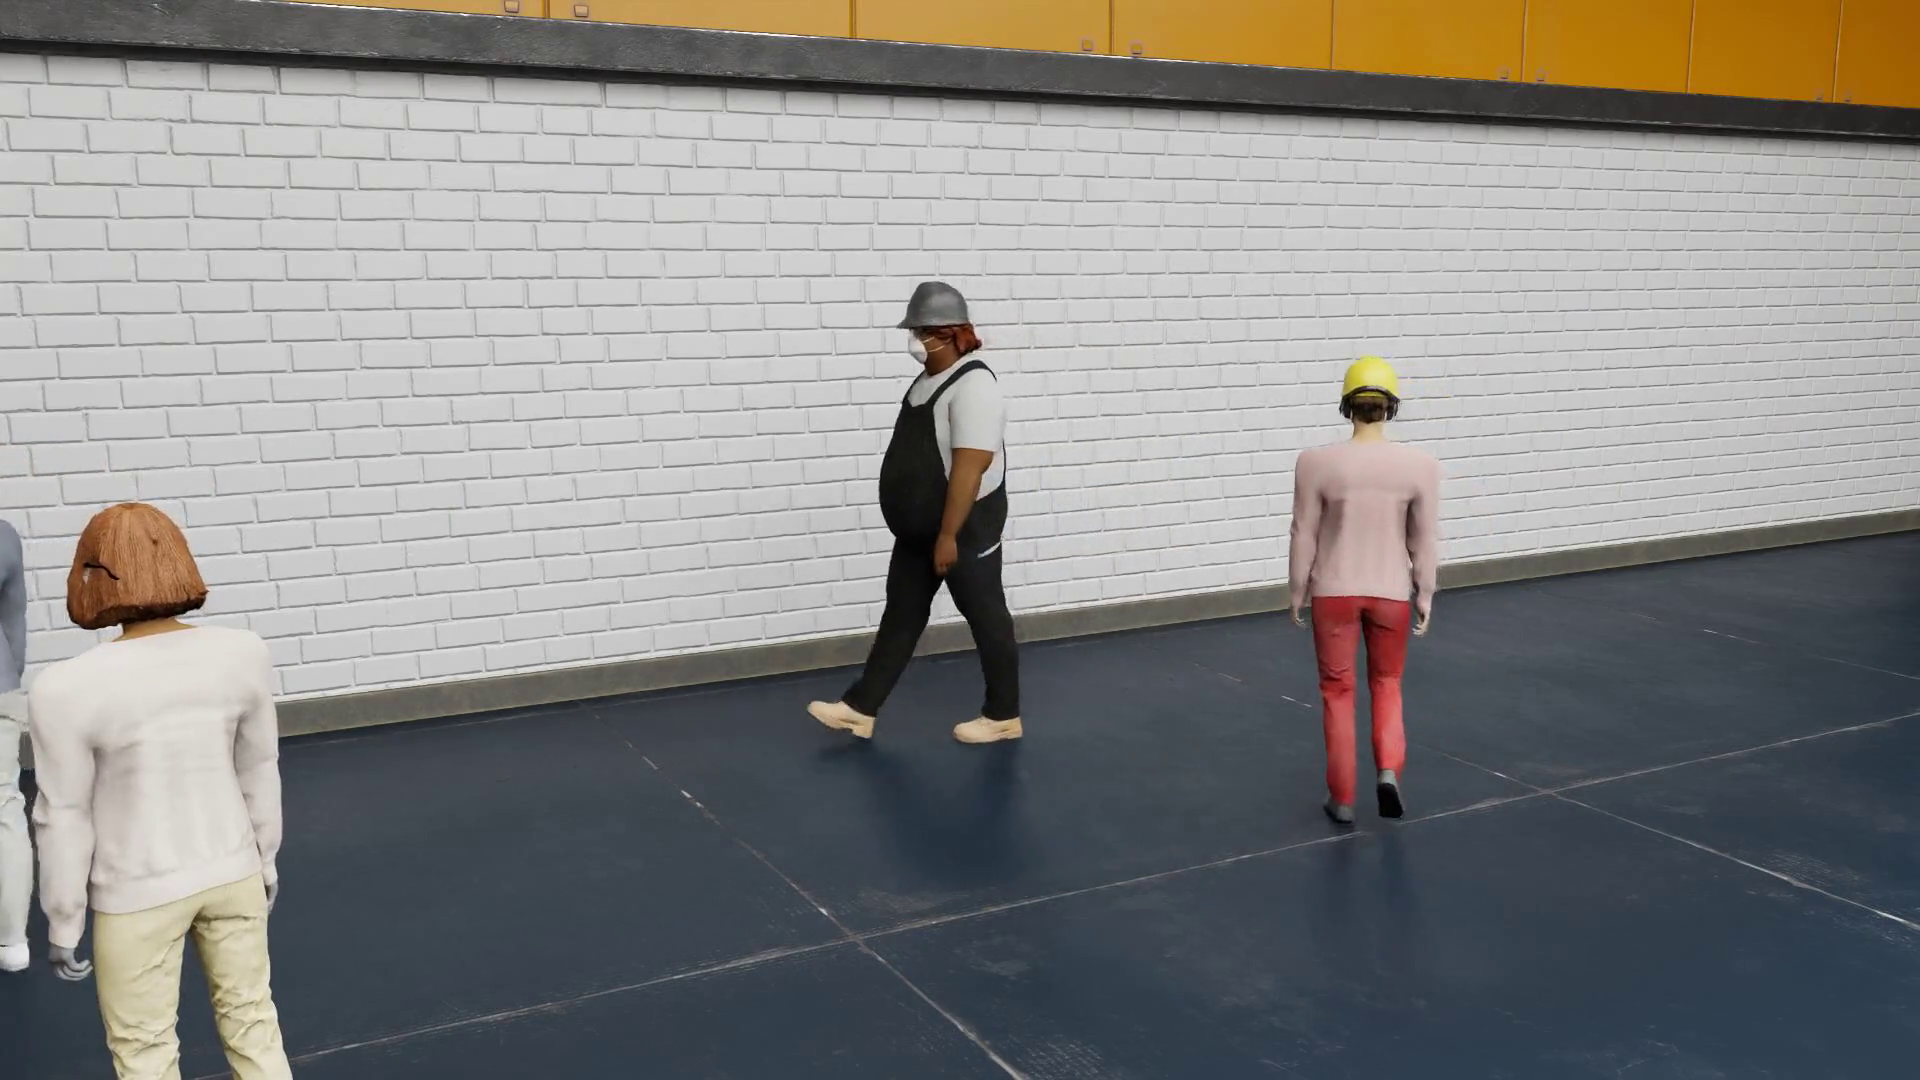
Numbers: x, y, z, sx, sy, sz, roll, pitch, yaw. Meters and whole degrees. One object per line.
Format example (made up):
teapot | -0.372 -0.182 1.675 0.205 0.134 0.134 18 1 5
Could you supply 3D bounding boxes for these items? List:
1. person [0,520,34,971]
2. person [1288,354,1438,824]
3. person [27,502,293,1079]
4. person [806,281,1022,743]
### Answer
person | -2.998 0.478 4.887 0.521 1.614 0.533 4 11 23
person | 1.475 0.199 6.130 0.533 1.755 0.399 0 10 2
person | -1.628 0.732 3.435 0.288 1.627 0.497 7 12 36
person | -0.162 -0.107 7.058 0.976 2.000 0.708 -4 11 -22
